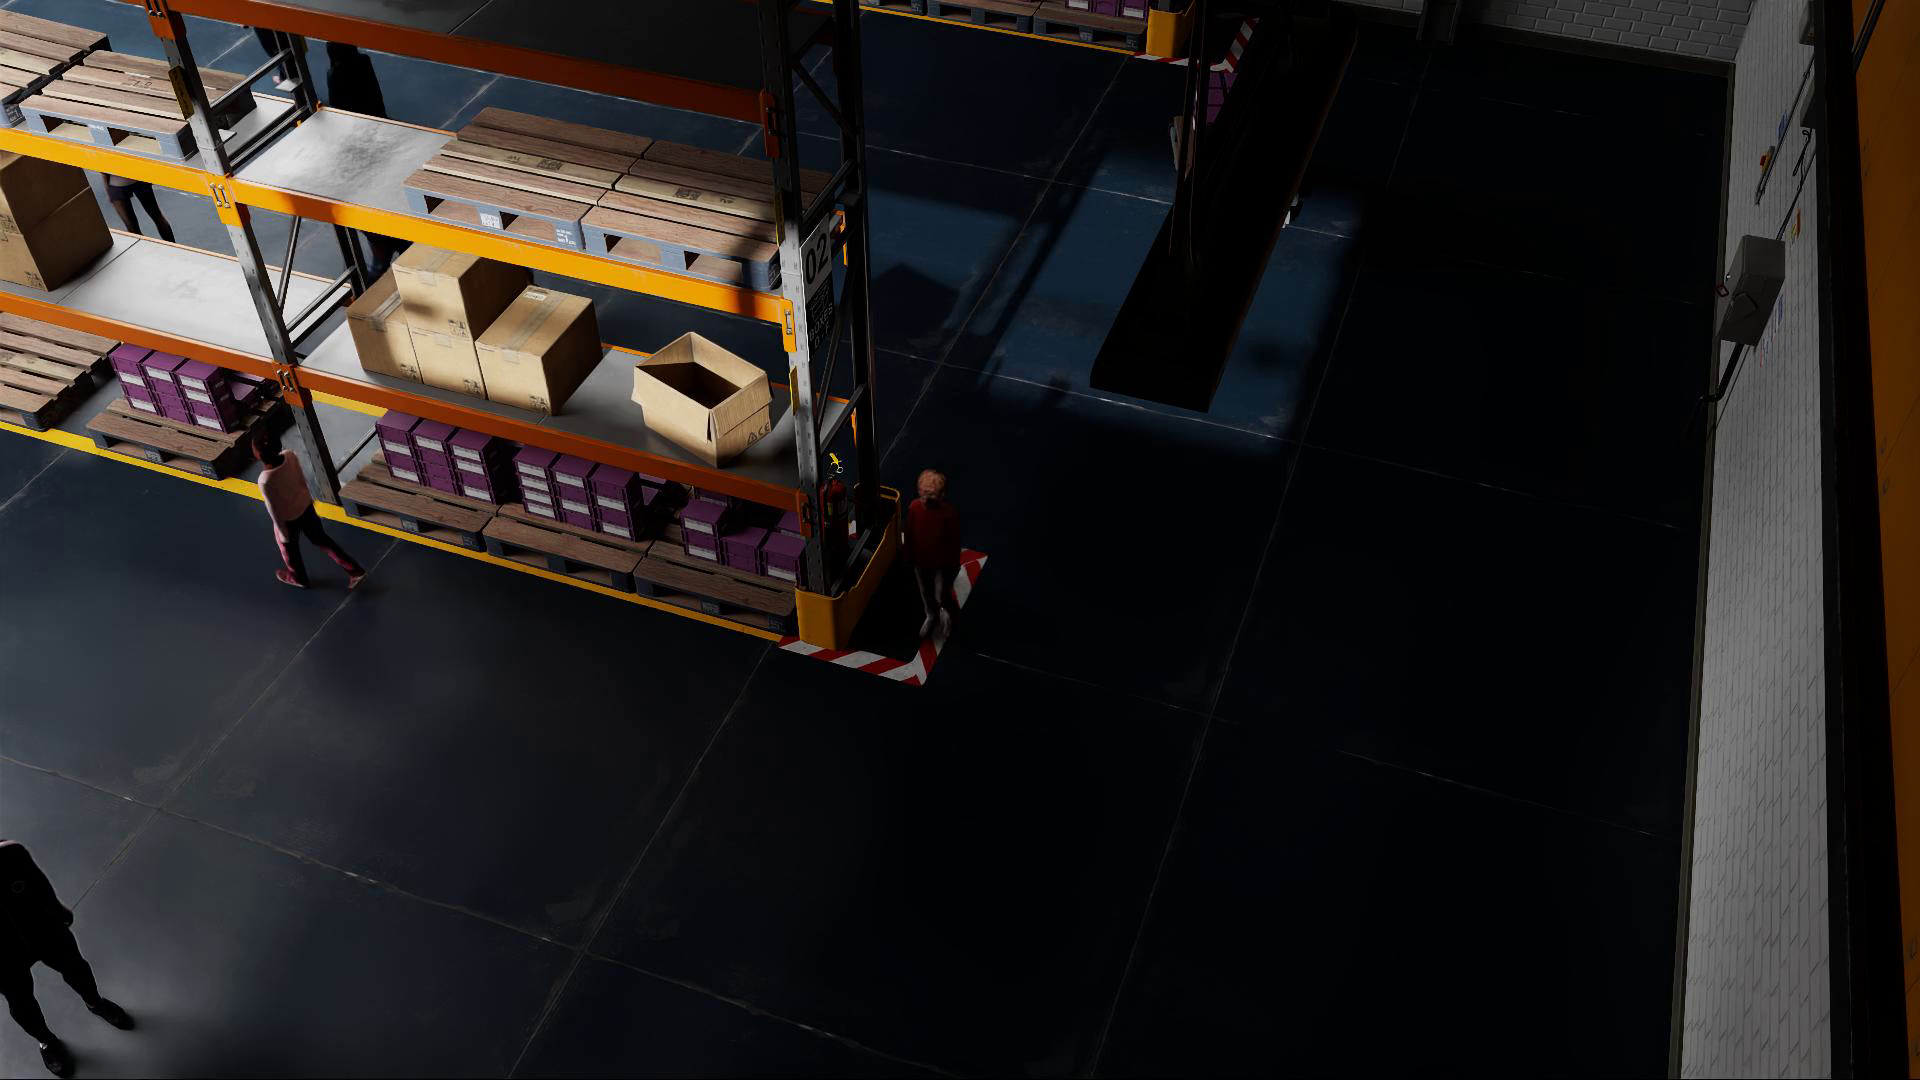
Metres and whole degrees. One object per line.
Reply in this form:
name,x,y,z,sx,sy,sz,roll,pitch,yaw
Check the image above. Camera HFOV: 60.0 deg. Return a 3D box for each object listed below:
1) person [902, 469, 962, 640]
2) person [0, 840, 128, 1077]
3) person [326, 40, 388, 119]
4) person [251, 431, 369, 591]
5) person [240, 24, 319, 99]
person,-0.157,0.057,11.103,0.475,1.409,0.604,19,47,19
person,-4.910,2.077,8.673,0.698,1.836,0.743,29,51,27
person,-5.347,-3.807,15.033,0.957,1.585,0.643,15,46,15
person,-4.482,-0.175,11.336,0.948,1.425,0.553,15,46,15
person,-6.693,-5.085,16.206,1.252,1.816,0.916,27,50,26
